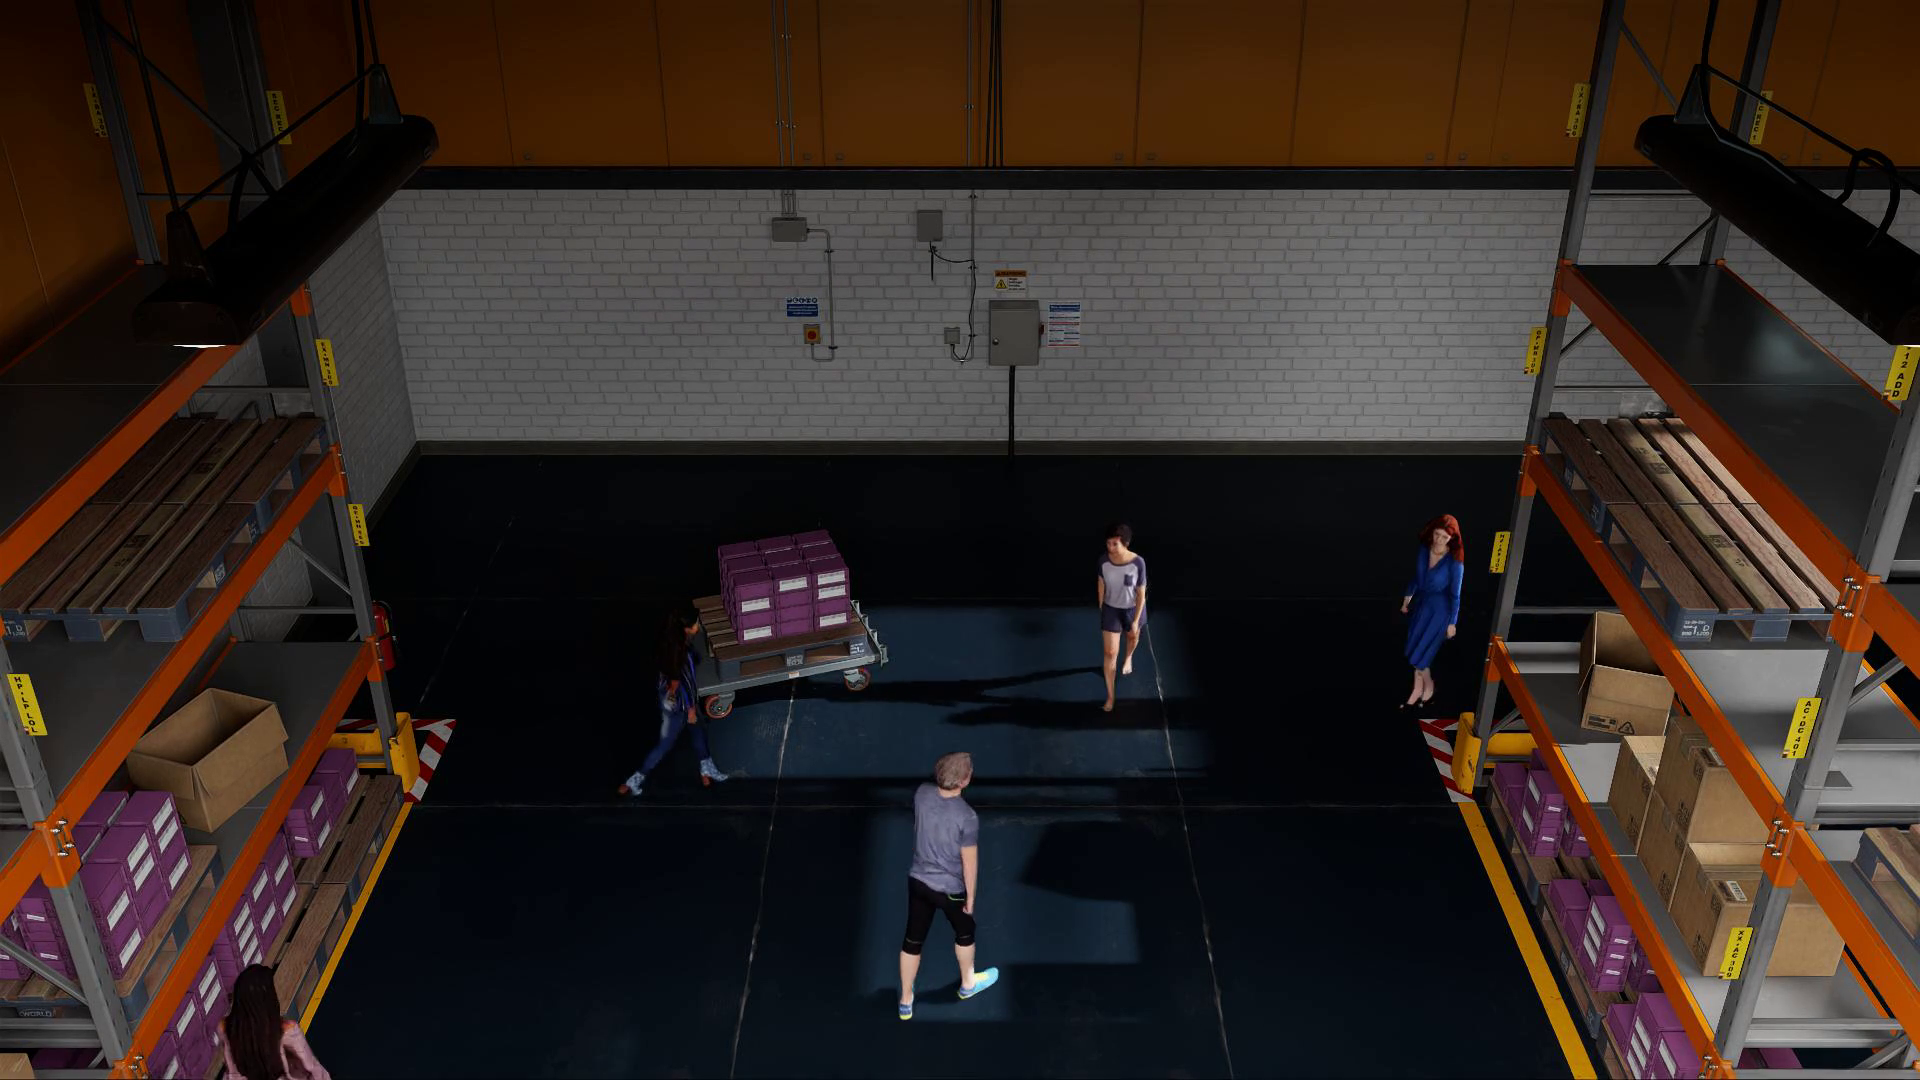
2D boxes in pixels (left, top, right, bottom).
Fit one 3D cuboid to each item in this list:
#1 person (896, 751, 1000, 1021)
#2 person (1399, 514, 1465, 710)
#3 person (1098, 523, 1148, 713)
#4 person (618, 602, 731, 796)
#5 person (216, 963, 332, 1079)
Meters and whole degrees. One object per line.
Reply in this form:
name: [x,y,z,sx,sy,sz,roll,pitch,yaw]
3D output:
person: [-0.162,2.114,10.034,0.953,1.852,1.043,17,33,28]
person: [3.723,0.589,12.868,0.864,1.816,0.757,-11,30,-19]
person: [1.320,0.525,13.301,0.717,1.513,1.093,7,29,12]
person: [-2.115,1.208,11.981,0.945,1.579,1.089,-12,31,-21]
person: [-3.526,2.981,8.514,0.696,1.785,0.875,3,29,5]
